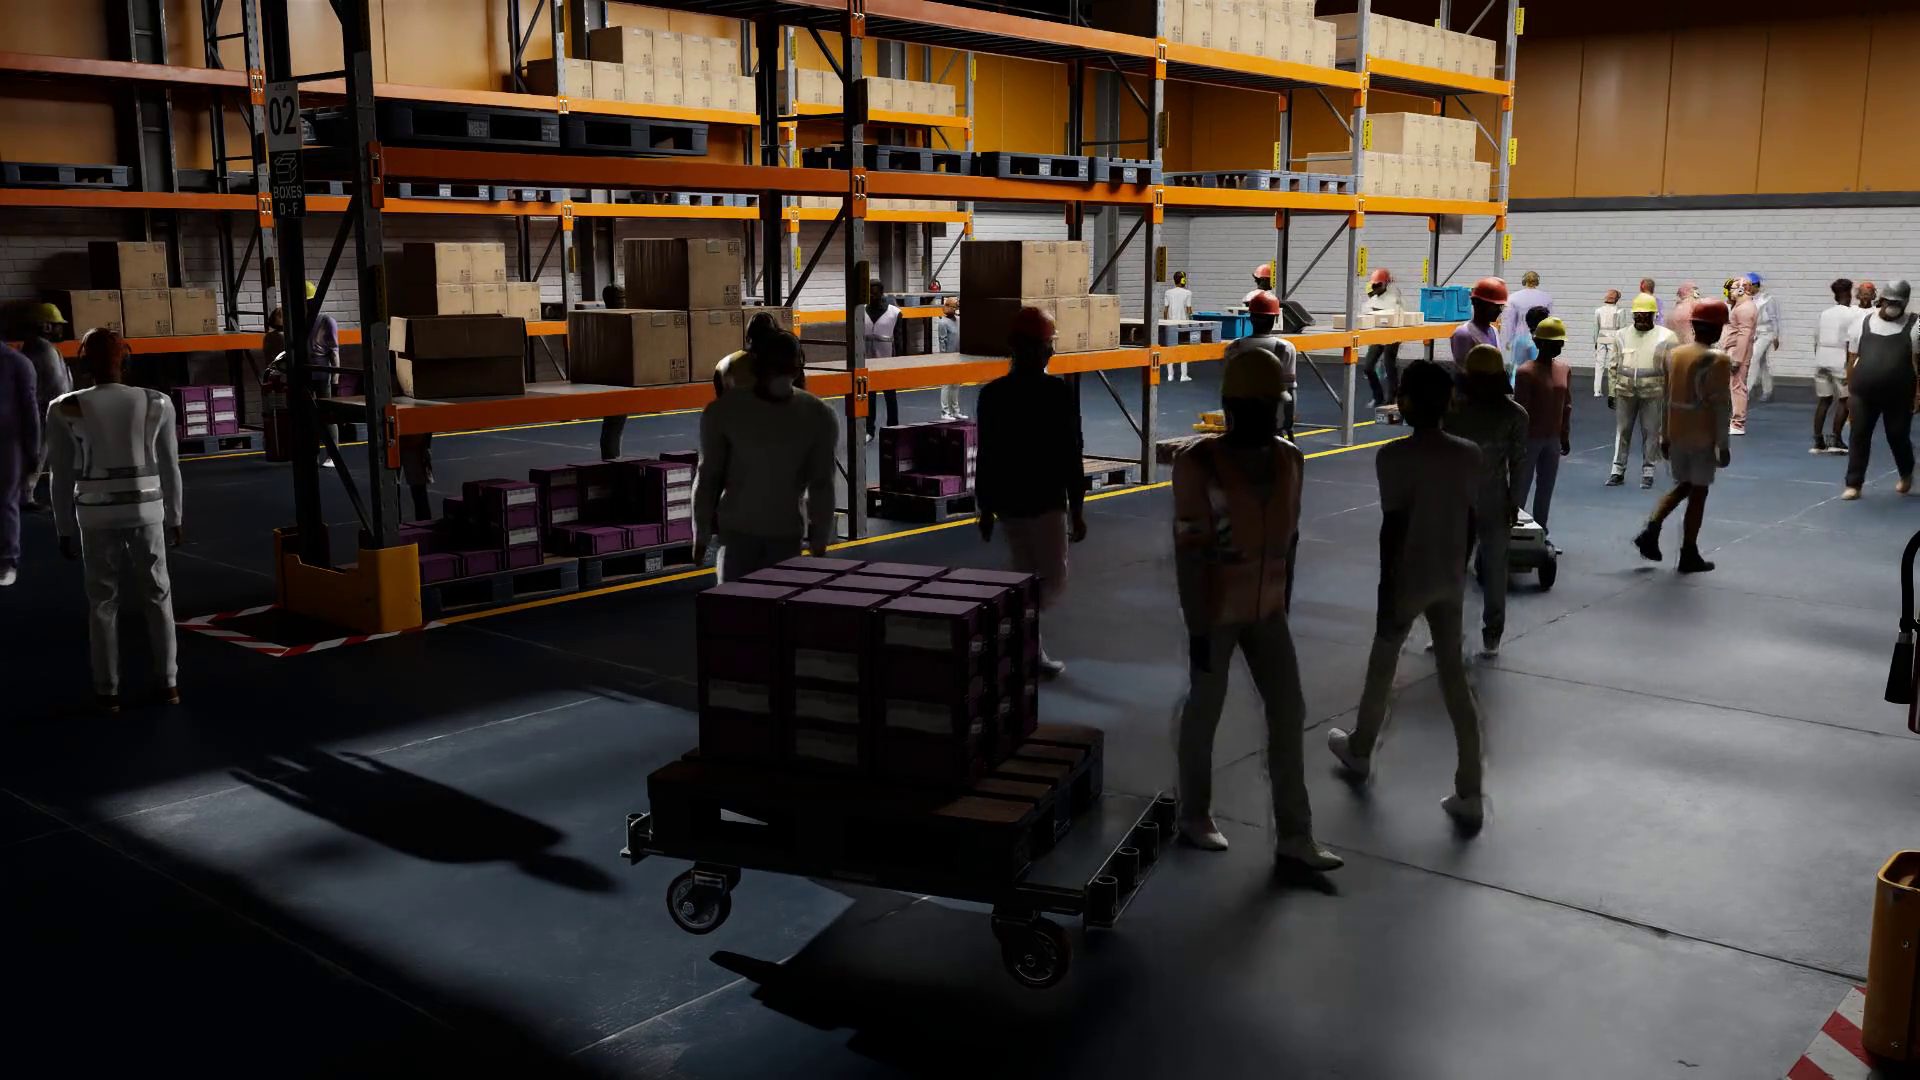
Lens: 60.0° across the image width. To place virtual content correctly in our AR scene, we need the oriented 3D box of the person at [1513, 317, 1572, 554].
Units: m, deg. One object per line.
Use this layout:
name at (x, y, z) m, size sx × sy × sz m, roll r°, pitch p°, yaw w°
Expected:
person at (4.265, -0.749, 12.185) m, size 0.518 × 1.756 × 0.348 m, roll -5°, pitch 11°, yaw -26°

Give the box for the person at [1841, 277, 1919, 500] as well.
person at (8.318, -1.375, 14.934) m, size 0.695 × 2.000 × 0.712 m, roll 8°, pitch 13°, yaw 39°

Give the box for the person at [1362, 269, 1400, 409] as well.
person at (5.819, -2.730, 22.876) m, size 0.539 × 1.965 × 0.625 m, roll -4°, pitch 11°, yaw -24°

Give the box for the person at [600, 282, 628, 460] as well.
person at (-3.229, -1.443, 15.618) m, size 0.373 × 1.940 × 0.629 m, roll -3°, pitch 10°, yaw -18°

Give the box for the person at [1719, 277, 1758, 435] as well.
person at (9.397, -2.220, 20.129) m, size 0.403 × 1.906 × 0.651 m, roll 5°, pitch 11°, yaw 27°

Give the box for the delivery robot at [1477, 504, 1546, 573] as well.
delivery robot at (3.745, -0.043, 11.313) m, size 0.477 × 0.478 × 0.707 m, roll 1°, pitch 10°, yaw 8°

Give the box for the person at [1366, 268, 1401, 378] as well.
person at (7.278, -3.730, 28.732) m, size 0.651 × 1.904 × 0.403 m, roll -4°, pitch 11°, yaw -20°

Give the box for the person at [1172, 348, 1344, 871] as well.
person at (1.076, 0.265, 6.021) m, size 0.604 × 1.893 × 0.867 m, roll -5°, pitch 11°, yaw -26°

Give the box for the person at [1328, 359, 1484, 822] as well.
person at (1.878, 0.177, 6.772) m, size 0.533 × 1.809 × 1.004 m, roll -3°, pitch 10°, yaw -16°

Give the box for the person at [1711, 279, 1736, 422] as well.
person at (9.799, -2.392, 21.227) m, size 0.512 × 1.867 × 0.330 m, roll -3°, pitch 10°, yaw -17°

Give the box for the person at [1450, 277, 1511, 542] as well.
person at (4.024, -1.010, 12.877) m, size 0.389 × 2.035 × 0.605 m, roll 9°, pitch 13°, yaw 40°

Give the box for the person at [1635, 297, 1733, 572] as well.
person at (5.095, -0.721, 11.562) m, size 0.489 × 1.925 × 0.559 m, roll -3°, pitch 11°, yaw -19°

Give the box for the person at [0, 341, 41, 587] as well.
person at (-6.563, -0.653, 11.279) m, size 0.653 × 1.881 × 0.723 m, roll -2°, pitch 10°, yaw -9°

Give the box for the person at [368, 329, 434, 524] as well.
person at (-3.972, -0.653, 11.815) m, size 0.531 × 1.692 × 0.320 m, roll 2°, pitch 10°, yaw 13°

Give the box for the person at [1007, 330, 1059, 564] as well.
person at (0.520, -0.704, 11.705) m, size 0.403 × 1.835 × 0.588 m, roll -1°, pitch 10°, yaw -7°

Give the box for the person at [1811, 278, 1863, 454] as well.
person at (9.629, -1.913, 18.320) m, size 0.498 × 1.923 × 0.635 m, roll -4°, pitch 11°, yaw -21°

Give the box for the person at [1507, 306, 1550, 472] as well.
person at (5.792, -1.501, 16.674) m, size 0.612 × 1.672 × 0.559 m, roll 0°, pitch 10°, yaw 2°

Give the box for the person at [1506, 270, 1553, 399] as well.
person at (8.104, -2.870, 23.740) m, size 0.630 × 1.938 × 0.366 m, roll 2°, pitch 10°, yaw 9°

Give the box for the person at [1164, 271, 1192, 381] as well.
person at (3.708, -3.630, 28.282) m, size 0.513 × 1.865 × 0.329 m, roll 5°, pitch 11°, yaw 26°

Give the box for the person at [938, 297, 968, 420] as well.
person at (-0.100, -2.374, 21.817) m, size 0.298 × 1.623 × 0.503 m, roll 6°, pitch 12°, yaw 31°

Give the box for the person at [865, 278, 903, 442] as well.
person at (-0.936, -2.061, 19.231) m, size 0.590 × 1.908 × 0.406 m, roll 3°, pitch 10°, yaw 16°

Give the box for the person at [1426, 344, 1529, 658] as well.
person at (2.860, -0.214, 9.196) m, size 0.484 × 1.735 × 0.311 m, roll 7°, pitch 12°, yaw 34°

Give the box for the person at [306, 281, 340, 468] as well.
person at (-6.667, -1.695, 17.118) m, size 0.592 × 1.919 × 0.398 m, roll 3°, pitch 10°, yaw 15°

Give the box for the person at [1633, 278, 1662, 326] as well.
person at (10.027, -2.917, 24.341) m, size 0.621 × 1.820 × 0.652 m, roll -9°, pitch 13°, yaw -42°

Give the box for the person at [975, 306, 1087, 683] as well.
person at (0.309, -0.184, 8.348) m, size 0.618 × 1.971 × 0.764 m, roll 9°, pitch 13°, yaw 41°

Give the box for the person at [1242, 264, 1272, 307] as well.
person at (3.960, -2.595, 21.886) m, size 0.394 × 2.040 × 0.609 m, roll -5°, pitch 11°, yaw -28°

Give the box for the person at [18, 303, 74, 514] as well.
person at (-7.769, -1.136, 14.313) m, size 0.938 × 1.778 × 0.622 m, roll -8°, pitch 13°, yaw -39°

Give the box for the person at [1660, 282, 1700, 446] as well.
person at (8.156, -1.947, 18.700) m, size 0.398 × 1.874 × 0.781 m, roll 1°, pitch 10°, yaw 5°

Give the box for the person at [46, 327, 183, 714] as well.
person at (-4.093, -0.094, 8.108) m, size 0.577 × 1.879 × 0.350 m, roll -7°, pitch 12°, yaw -34°

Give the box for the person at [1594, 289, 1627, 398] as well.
person at (9.783, -2.951, 25.055) m, size 0.308 × 1.640 × 0.511 m, roll -8°, pitch 13°, yaw -38°

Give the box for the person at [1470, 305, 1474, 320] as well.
person at (8.067, -3.084, 25.555) m, size 0.918 × 1.715 × 0.545 m, roll -3°, pitch 10°, yaw -16°

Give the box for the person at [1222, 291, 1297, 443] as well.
person at (2.239, -0.887, 12.453) m, size 0.549 × 1.936 × 0.376 m, roll 4°, pitch 11°, yaw 20°

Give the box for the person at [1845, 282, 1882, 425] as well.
person at (11.329, -2.329, 20.955) m, size 0.595 × 1.842 × 0.990 m, roll 5°, pitch 11°, yaw 24°

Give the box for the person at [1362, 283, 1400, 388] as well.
person at (6.772, -3.285, 26.721) m, size 0.668 × 1.718 × 0.382 m, roll 5°, pitch 11°, yaw 24°

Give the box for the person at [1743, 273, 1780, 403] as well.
person at (11.639, -2.958, 24.385) m, size 0.931 × 1.884 × 0.612 m, roll -2°, pitch 10°, yaw -14°

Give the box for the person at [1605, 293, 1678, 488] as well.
person at (6.404, -1.400, 15.670) m, size 0.597 × 1.831 × 0.403 m, roll 7°, pitch 12°, yaw 36°

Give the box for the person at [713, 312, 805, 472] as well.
person at (-1.298, -0.581, 11.012) m, size 0.622 × 1.837 × 0.428 m, roll 1°, pitch 10°, yaw 8°

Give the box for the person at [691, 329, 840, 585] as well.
person at (-0.872, -0.007, 7.551) m, size 0.658 × 1.898 × 0.477 m, roll -3°, pitch 10°, yaw -18°

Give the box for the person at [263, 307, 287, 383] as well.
person at (-7.277, -1.684, 17.885) m, size 0.492 × 1.625 × 0.282 m, roll 6°, pitch 12°, yaw 32°

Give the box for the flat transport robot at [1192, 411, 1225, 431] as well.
flat transport robot at (3.536, -1.510, 20.739) m, size 0.652 × 0.197 × 1.431 m, roll 8°, pitch 12°, yaw 37°
